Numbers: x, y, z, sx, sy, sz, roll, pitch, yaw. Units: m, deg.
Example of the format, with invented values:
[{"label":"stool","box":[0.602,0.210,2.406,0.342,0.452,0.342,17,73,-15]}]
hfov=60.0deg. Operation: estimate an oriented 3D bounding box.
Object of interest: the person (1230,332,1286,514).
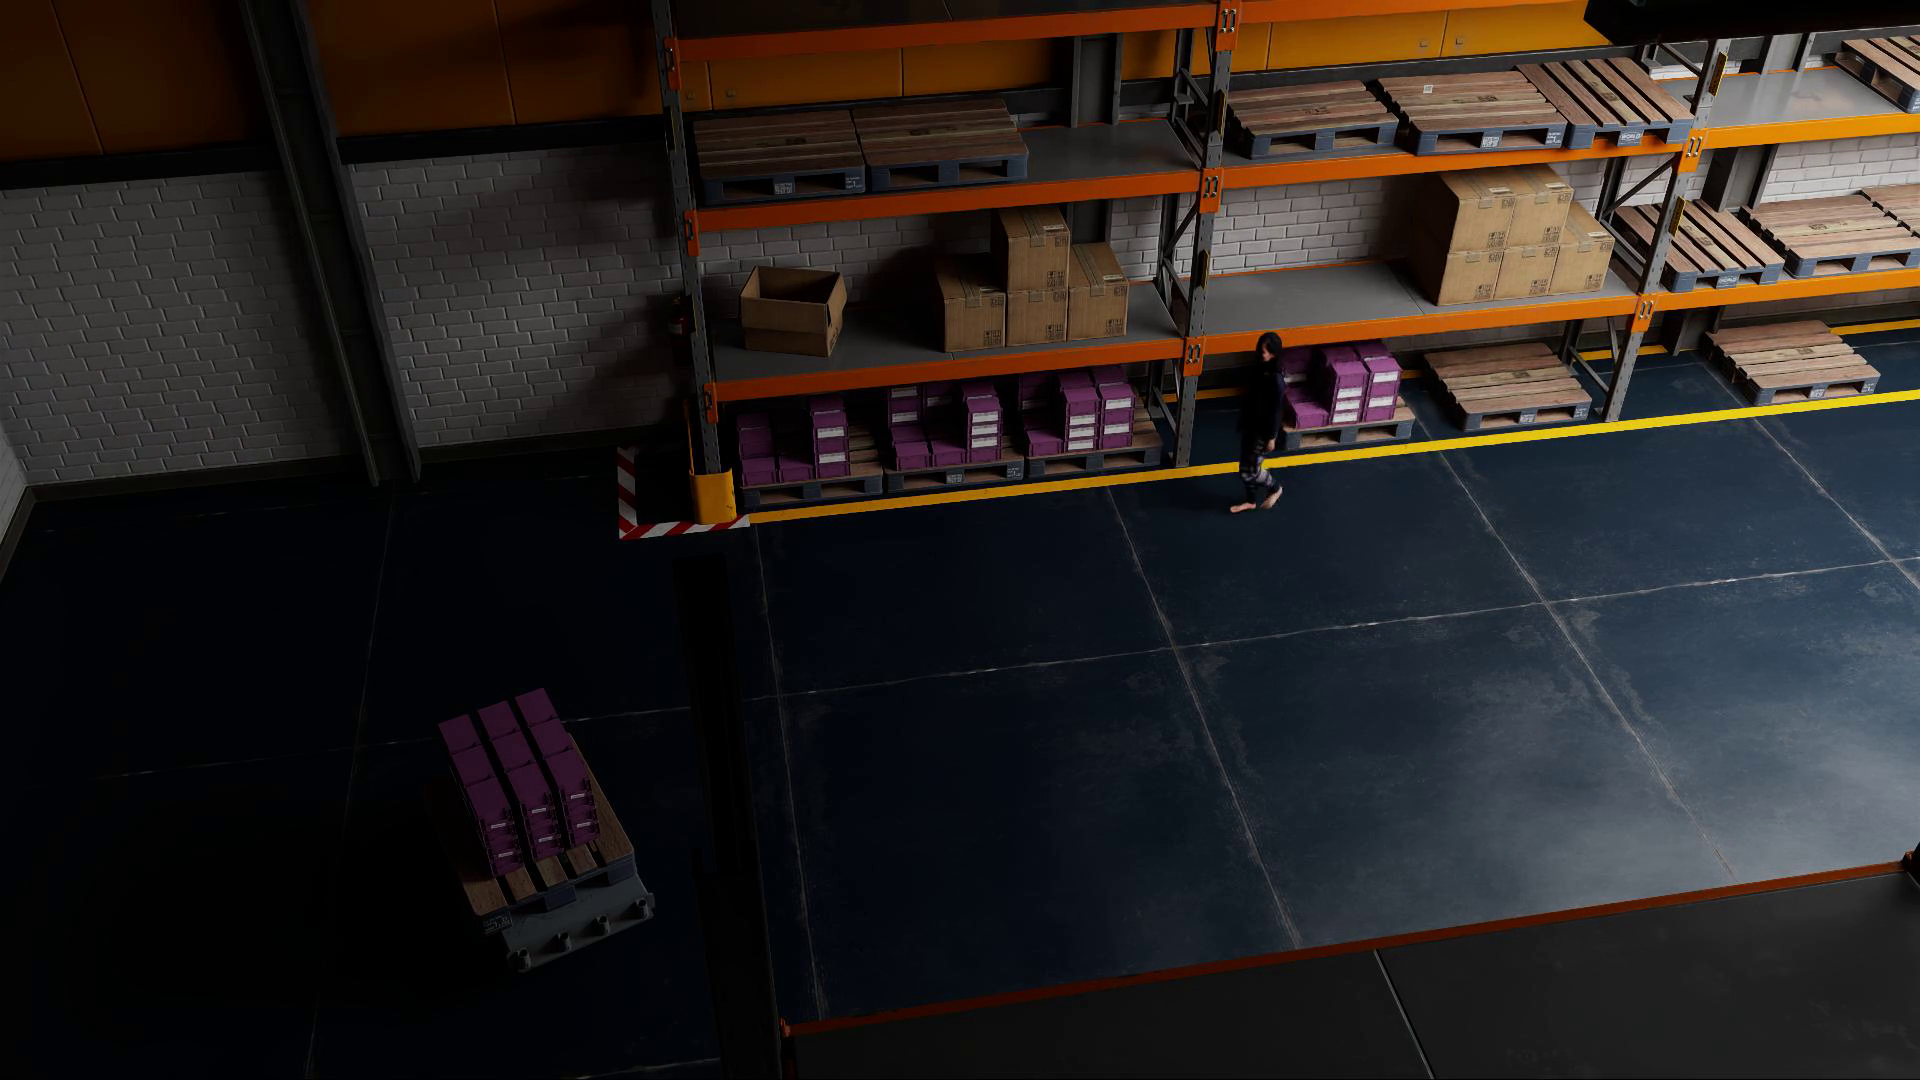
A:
[{"label":"person","box":[2.494,-0.949,13.437,0.679,1.726,0.631,-11,40,-13]}]
